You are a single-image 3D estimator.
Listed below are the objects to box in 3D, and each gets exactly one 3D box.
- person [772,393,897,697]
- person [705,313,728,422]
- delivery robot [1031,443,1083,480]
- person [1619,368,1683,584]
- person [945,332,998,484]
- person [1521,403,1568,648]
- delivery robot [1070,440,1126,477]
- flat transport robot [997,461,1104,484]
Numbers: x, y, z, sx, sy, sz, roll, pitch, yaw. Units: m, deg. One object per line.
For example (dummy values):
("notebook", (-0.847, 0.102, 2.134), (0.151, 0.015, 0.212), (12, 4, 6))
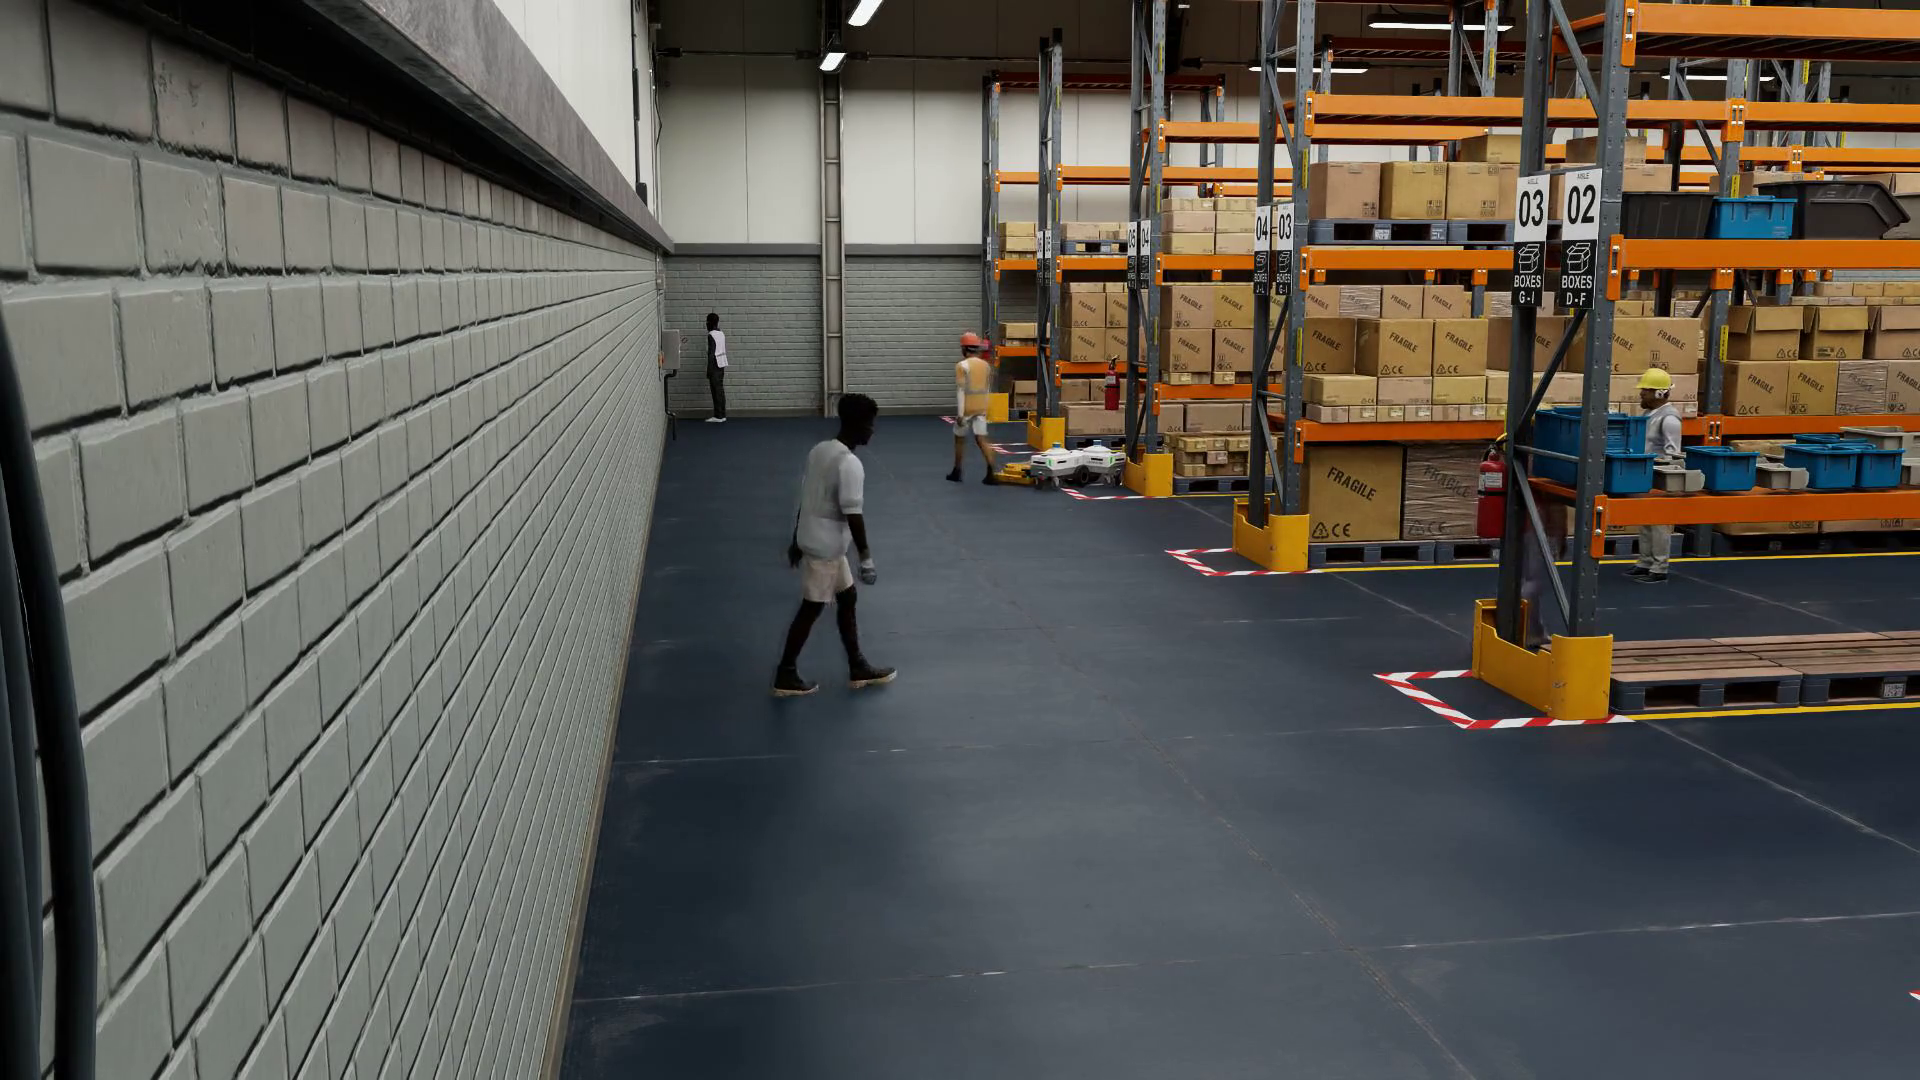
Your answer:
("person", (-0.762, 0.036, 10.362), (0.925, 1.894, 0.620), (-3, 10, -18))
("person", (-4.279, -3.025, 29.226), (0.384, 1.912, 0.590), (2, 9, 10))
("delivery robot", (1.178, -0.943, 20.247), (0.477, 0.478, 0.707), (8, 12, 40))
("person", (5.874, -0.539, 14.114), (0.403, 1.832, 0.593), (0, 9, 2))
("person", (0.172, -1.639, 20.710), (0.552, 1.904, 0.892), (-7, 12, -37))
("person", (3.930, -0.077, 11.504), (0.729, 1.742, 0.531), (-4, 10, -25))
("delivery robot", (1.693, -0.990, 20.538), (0.707, 0.478, 0.477), (8, 12, 41))
("flat transport robot", (1.123, -0.888, 21.065), (0.652, 0.197, 1.431), (9, 13, 44))
